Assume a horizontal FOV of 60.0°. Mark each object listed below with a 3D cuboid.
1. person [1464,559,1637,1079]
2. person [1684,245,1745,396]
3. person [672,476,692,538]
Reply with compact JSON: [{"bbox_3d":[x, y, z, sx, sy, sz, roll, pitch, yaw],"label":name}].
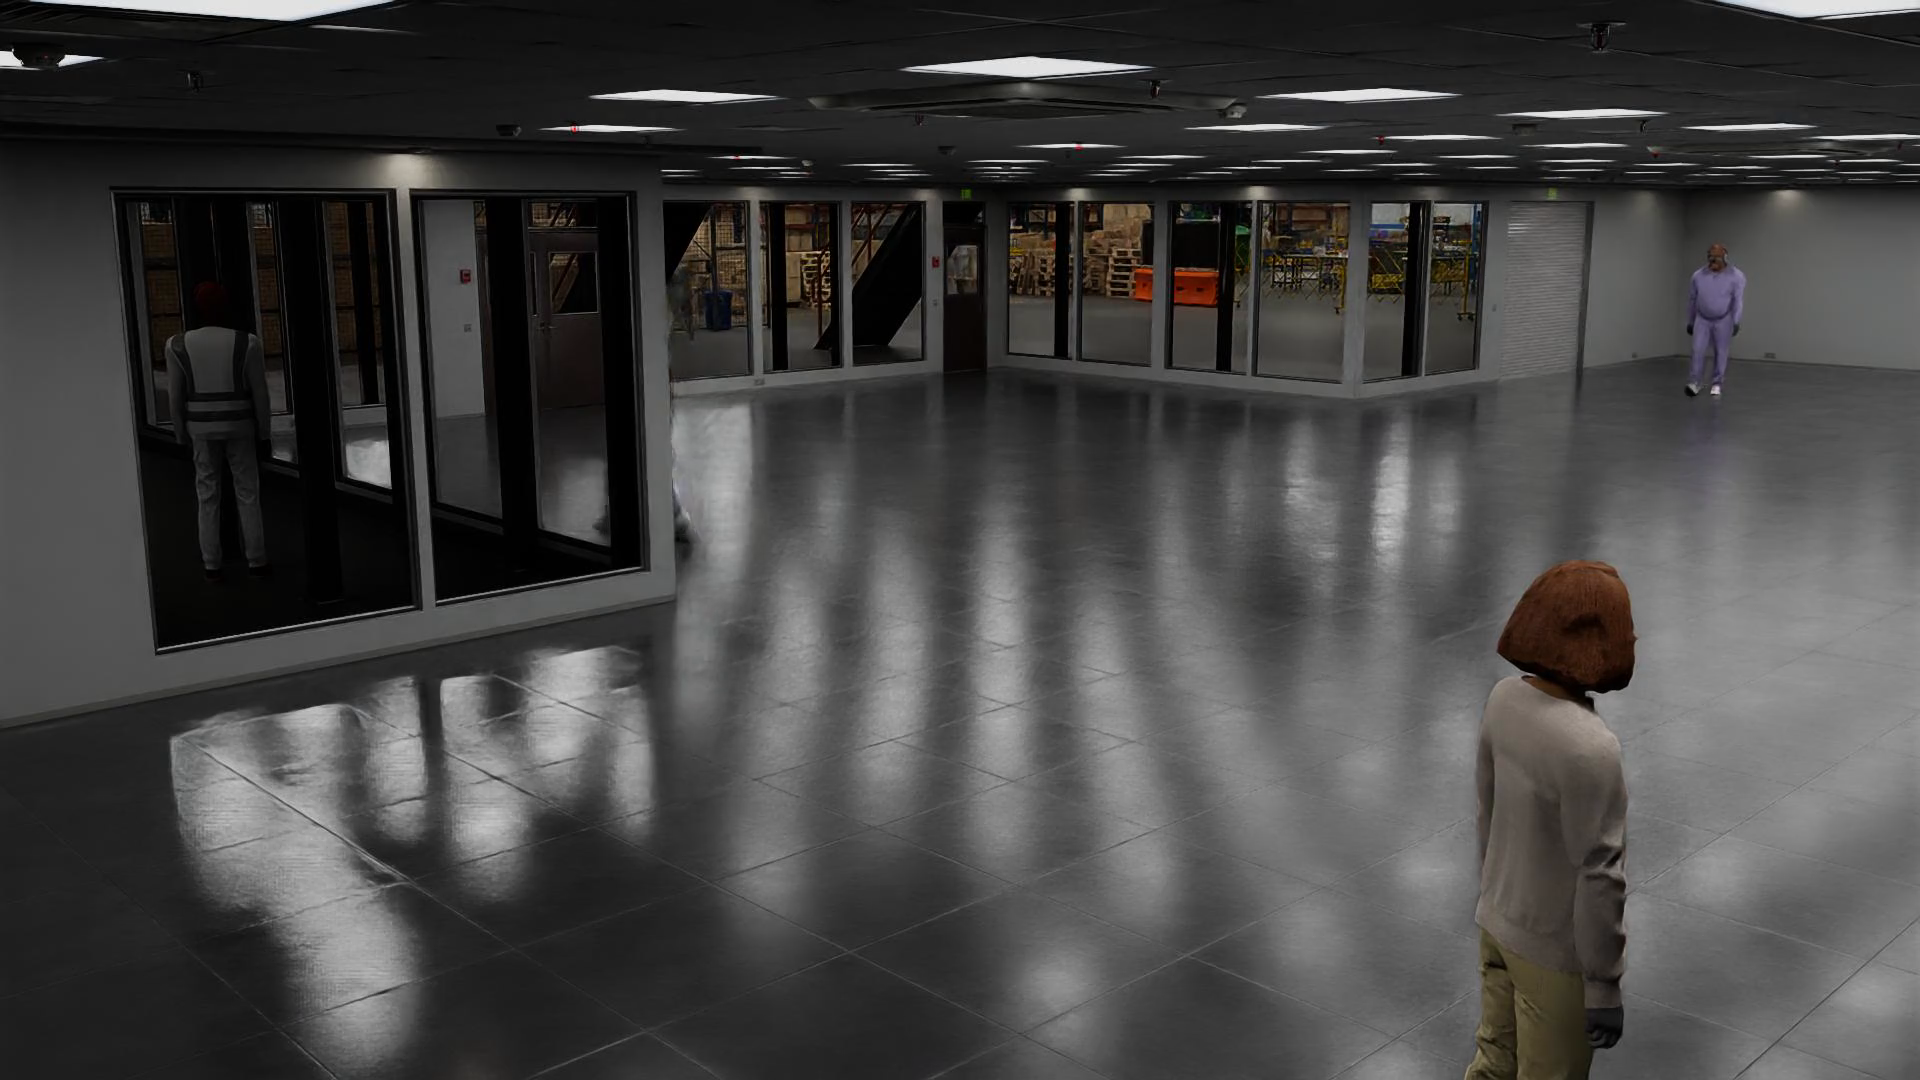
[{"bbox_3d":[1.218,0.842,3.435,0.279,1.634,0.499,-1,11,-7],"label":"person"},{"bbox_3d":[9.301,-2.690,20.550,0.671,1.858,0.983,7,13,32],"label":"person"},{"bbox_3d":[-2.268,-0.919,11.777,0.934,1.836,0.535,10,15,40],"label":"person"}]
